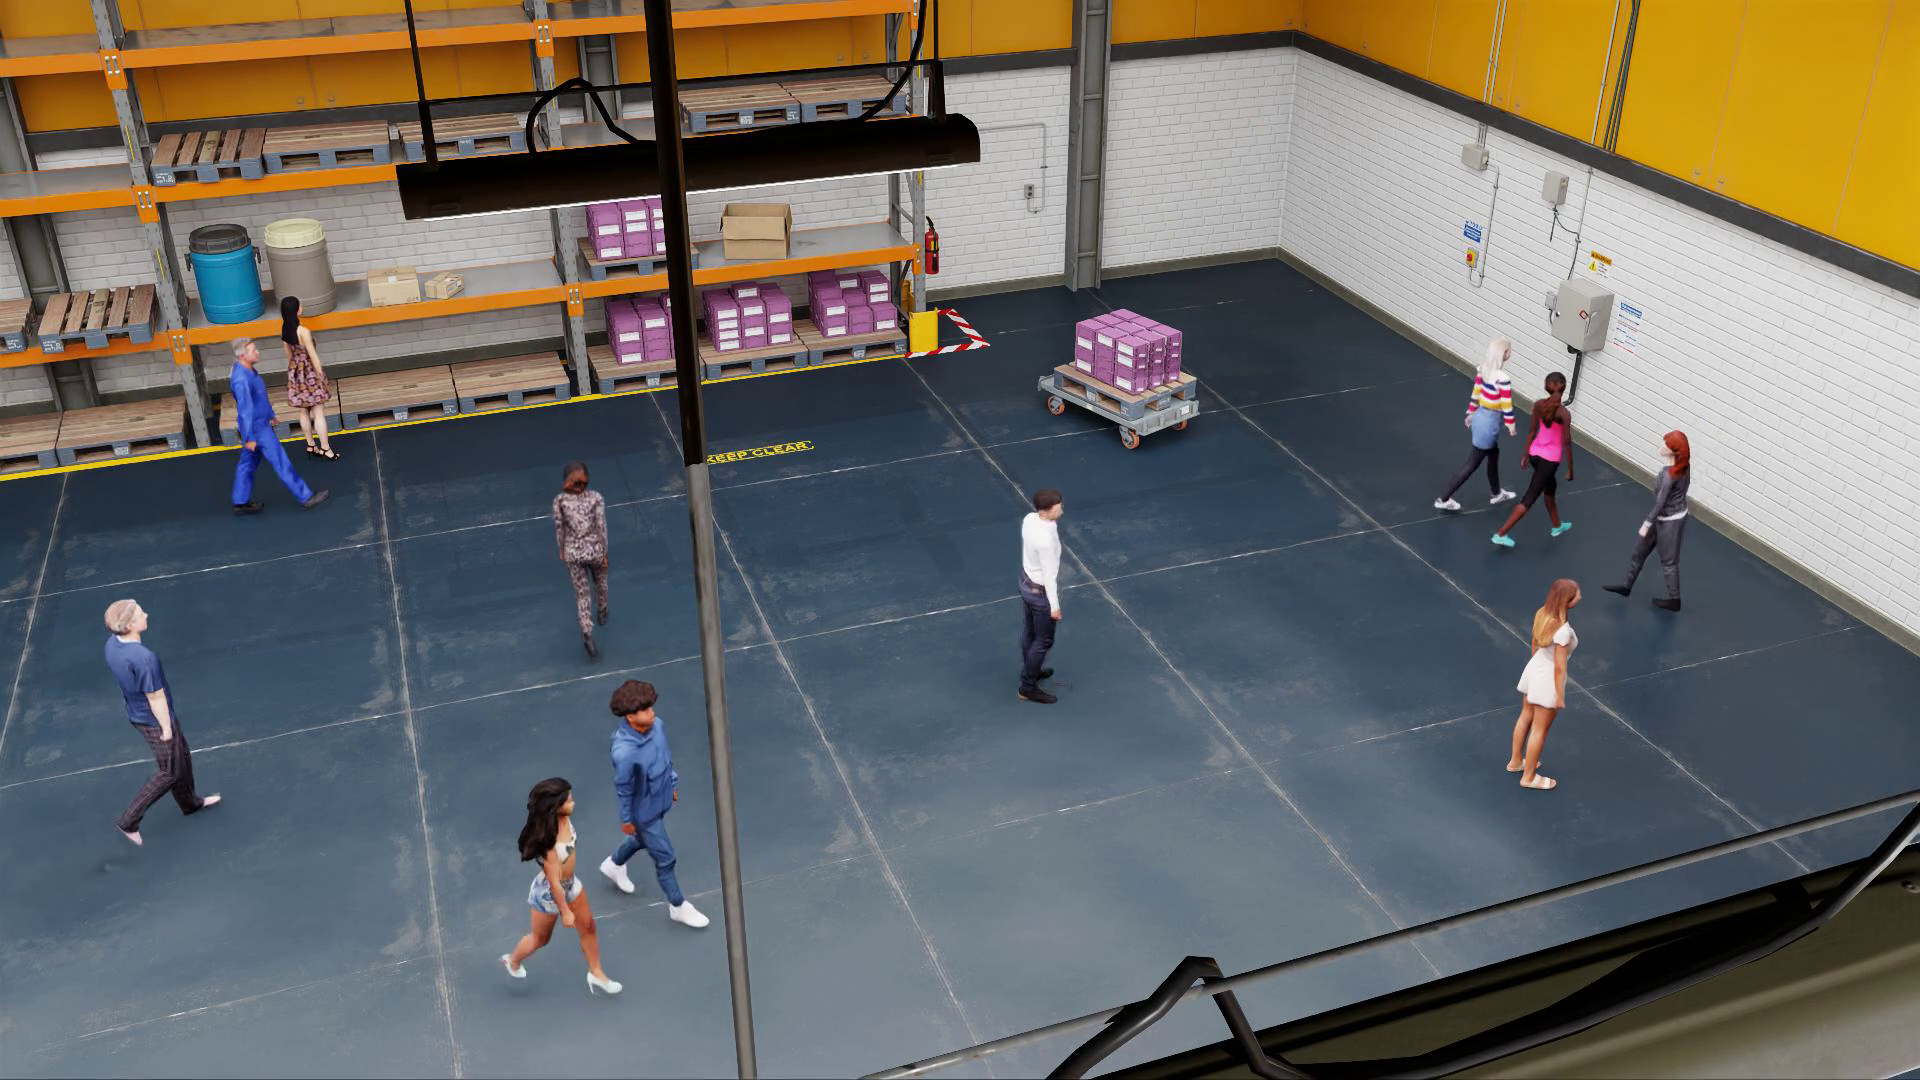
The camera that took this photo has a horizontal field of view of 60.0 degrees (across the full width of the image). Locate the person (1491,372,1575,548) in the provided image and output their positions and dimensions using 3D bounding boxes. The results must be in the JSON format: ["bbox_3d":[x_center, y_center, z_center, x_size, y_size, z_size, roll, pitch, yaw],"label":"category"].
[{"bbox_3d":[5.280,-0.681,15.266,1.189,1.666,0.690,-12,31,-22],"label":"person"}]

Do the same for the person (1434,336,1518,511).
[{"bbox_3d":[4.932,-1.053,15.846,1.163,1.765,0.812,-5,29,-8],"label":"person"}]

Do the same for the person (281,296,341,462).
[{"bbox_3d":[-6.635,-1.634,16.901,0.805,1.773,0.859,15,32,26],"label":"person"}]

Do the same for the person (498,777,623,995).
[{"bbox_3d":[-2.534,2.169,10.135,1.105,1.578,0.912,4,29,8],"label":"person"}]

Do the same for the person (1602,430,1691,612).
[{"bbox_3d":[6.102,-0.143,14.217,1.025,1.727,0.971,20,34,32],"label":"person"}]

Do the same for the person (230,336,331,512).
[{"bbox_3d":[-6.785,-1.043,15.812,1.129,1.780,0.761,-9,30,-17],"label":"person"}]

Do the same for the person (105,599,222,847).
[{"bbox_3d":[-5.655,1.269,11.498,0.967,1.852,1.118,21,35,33],"label":"person"}]

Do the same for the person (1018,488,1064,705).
[{"bbox_3d":[0.622,0.378,13.131,0.636,1.852,0.686,-14,32,-24],"label":"person"}]

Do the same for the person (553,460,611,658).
[{"bbox_3d":[-3.097,0.169,13.694,1.023,1.680,0.769,-5,29,-9],"label":"person"}]

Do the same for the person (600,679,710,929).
[{"bbox_3d":[-2.111,1.678,10.820,1.217,1.783,1.112,9,30,16],"label":"person"}]

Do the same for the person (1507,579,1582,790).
[{"bbox_3d":[4.250,1.025,12.108,0.639,1.696,0.629,-2,29,-4],"label":"person"}]
